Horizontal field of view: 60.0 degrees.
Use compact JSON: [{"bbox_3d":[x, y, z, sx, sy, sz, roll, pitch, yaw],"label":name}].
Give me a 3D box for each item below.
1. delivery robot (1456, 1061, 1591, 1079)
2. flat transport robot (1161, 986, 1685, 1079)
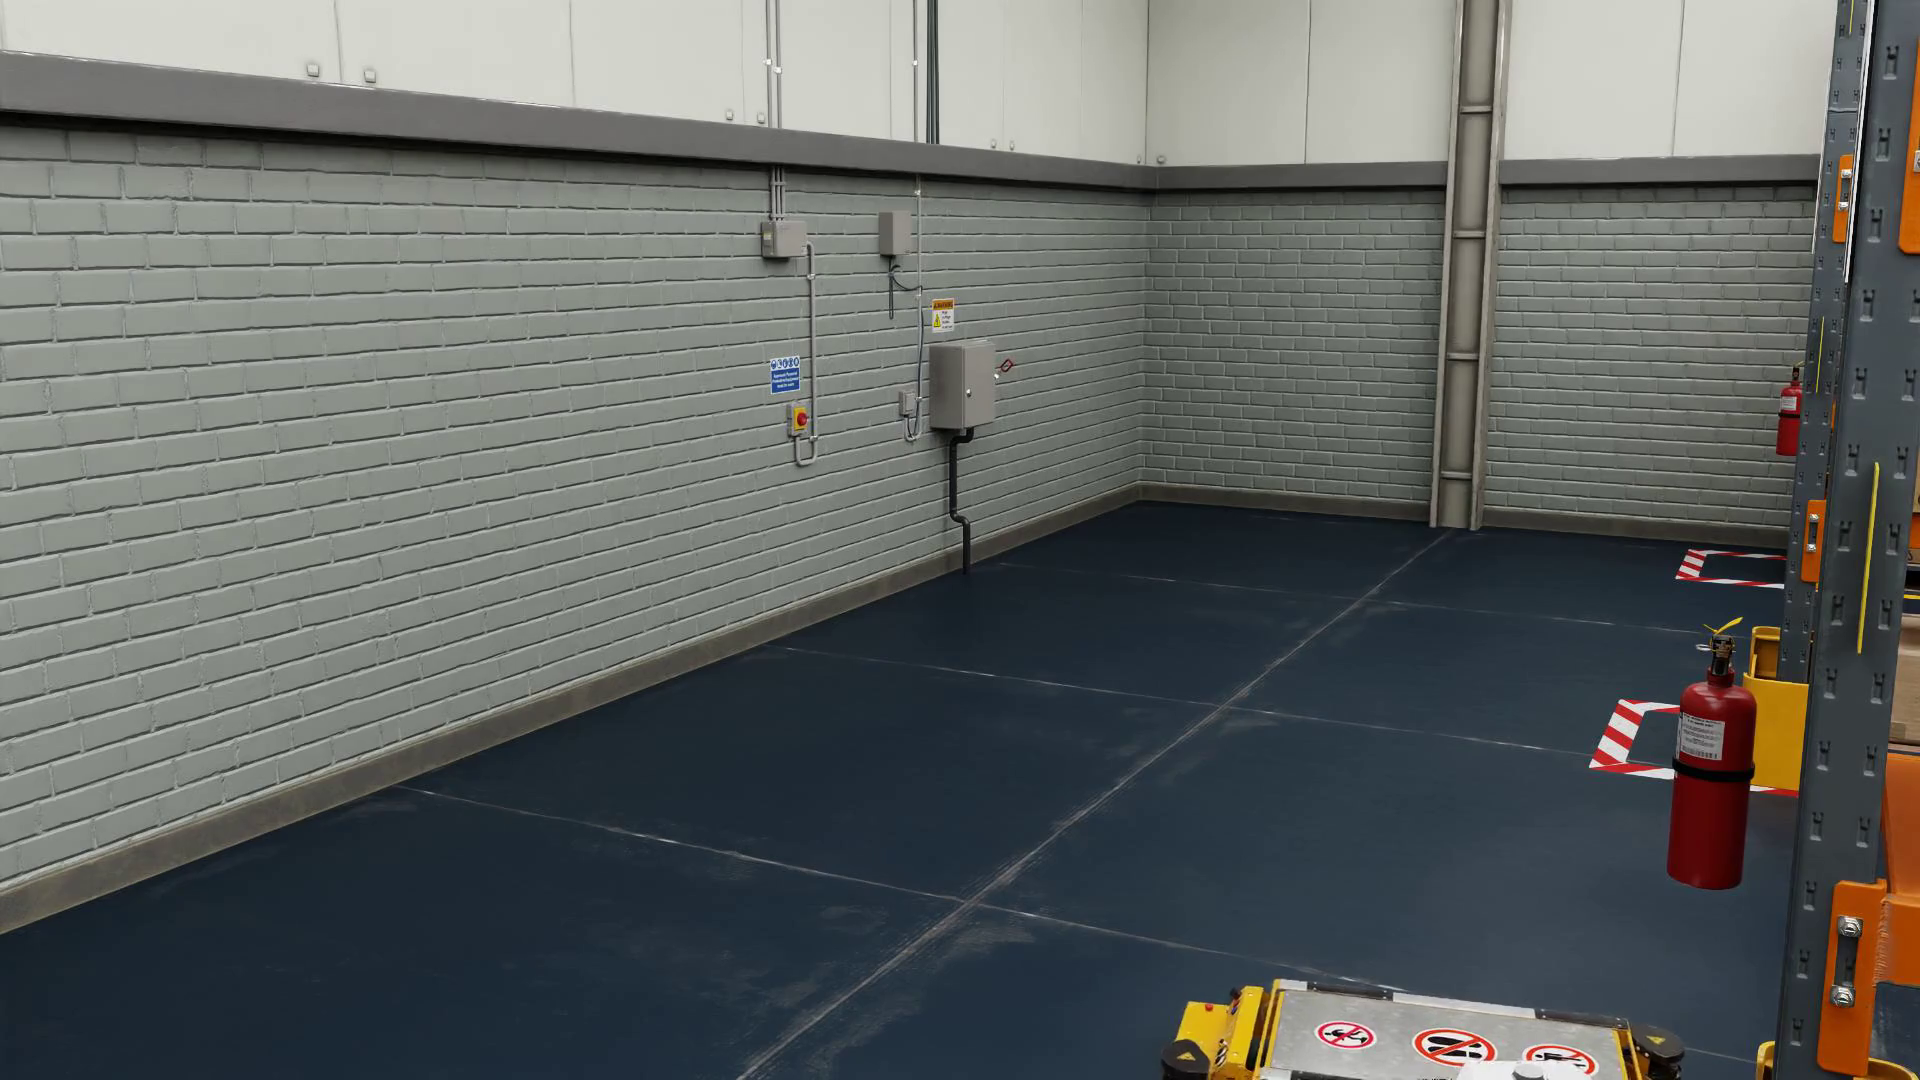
[{"bbox_3d":[1.421,1.490,3.918,0.477,0.478,0.707,0,10,0],"label":"delivery robot"},{"bbox_3d":[1.319,1.528,4.742,1.431,0.197,0.652,3,11,16],"label":"flat transport robot"}]
